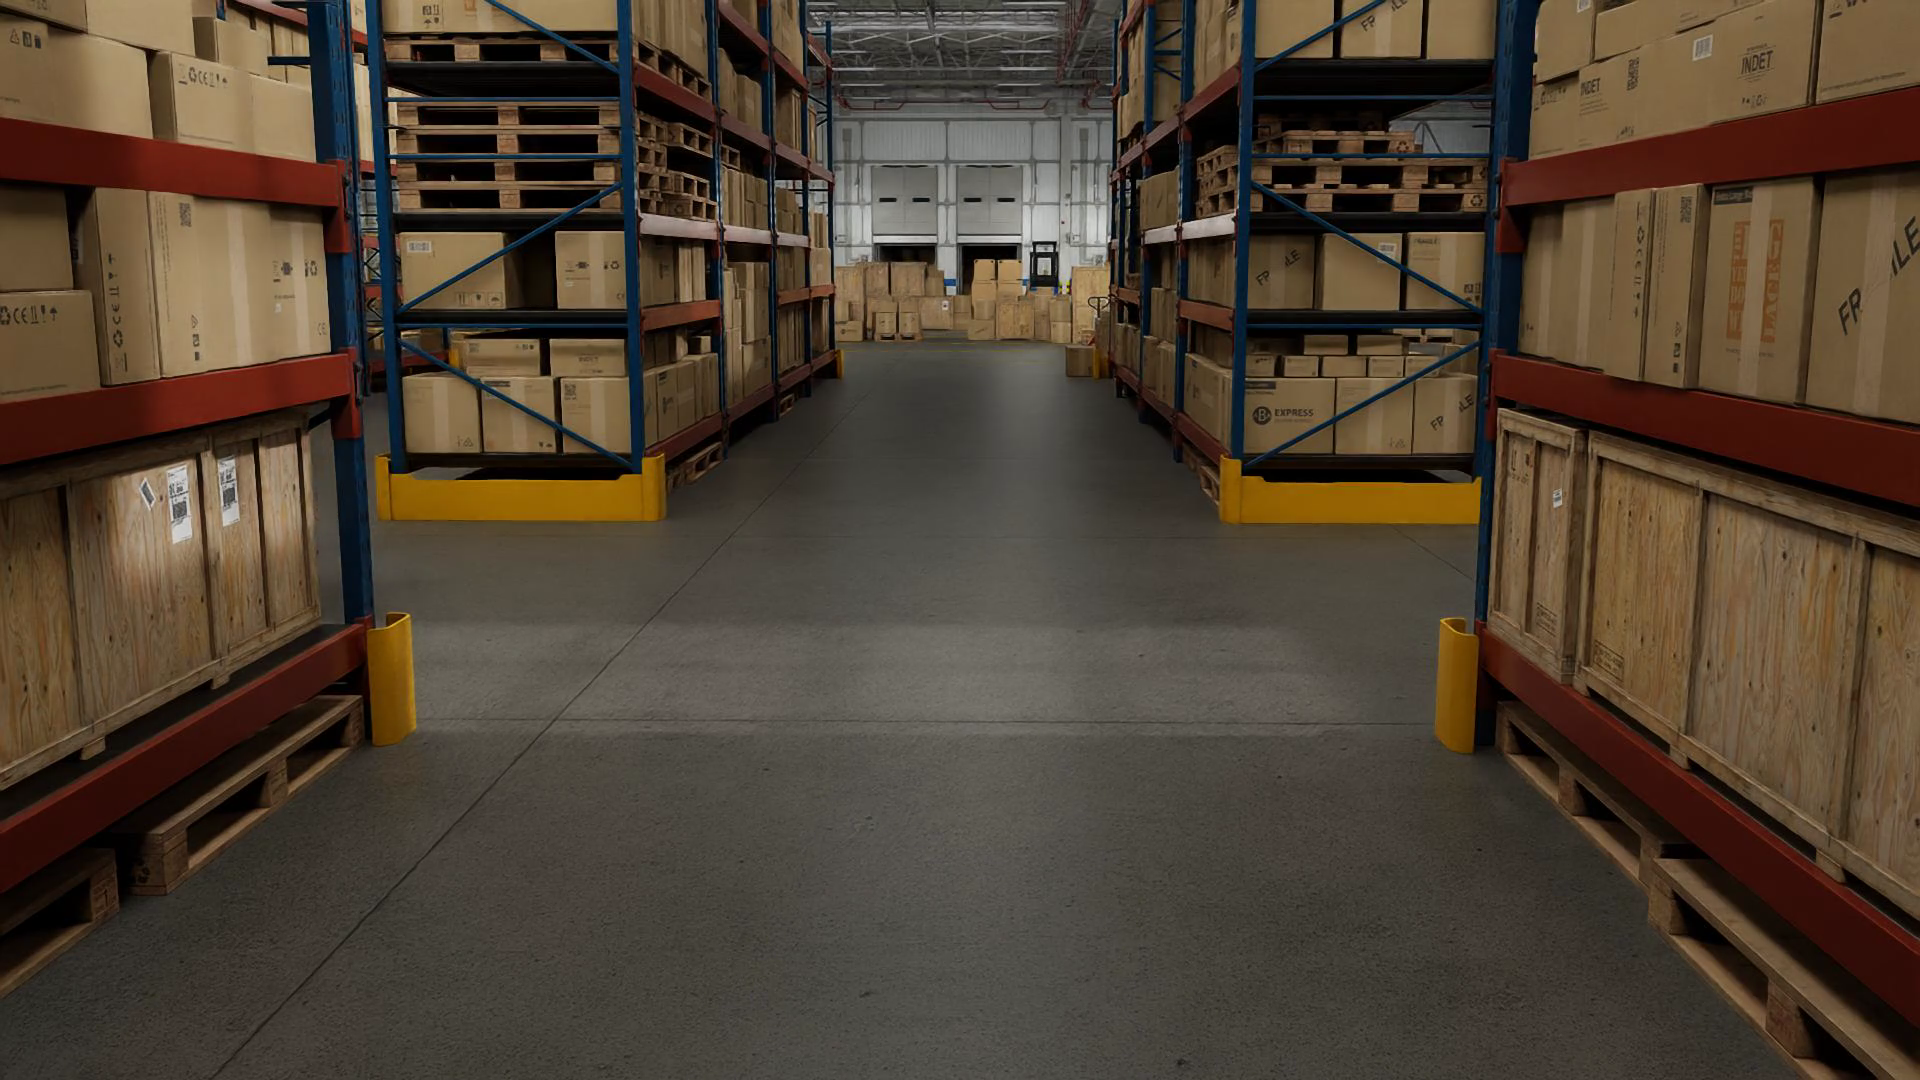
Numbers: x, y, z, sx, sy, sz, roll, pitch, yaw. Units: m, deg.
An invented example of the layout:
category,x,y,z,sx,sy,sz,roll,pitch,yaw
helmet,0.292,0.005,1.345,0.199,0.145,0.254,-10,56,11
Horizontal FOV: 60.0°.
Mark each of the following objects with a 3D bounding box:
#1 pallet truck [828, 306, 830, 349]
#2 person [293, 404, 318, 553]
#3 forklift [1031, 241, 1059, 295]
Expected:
category,x,y,z,sx,sy,sz,roll,pitch,yaw
pallet truck,-3.100,-3.940,29.800,1.885,1.965,0.823,3,10,19
person,-4.708,-0.717,11.394,0.537,1.696,0.321,3,10,20
forklift,3.208,-9.956,63.196,1.129,2.768,1.873,0,9,1
